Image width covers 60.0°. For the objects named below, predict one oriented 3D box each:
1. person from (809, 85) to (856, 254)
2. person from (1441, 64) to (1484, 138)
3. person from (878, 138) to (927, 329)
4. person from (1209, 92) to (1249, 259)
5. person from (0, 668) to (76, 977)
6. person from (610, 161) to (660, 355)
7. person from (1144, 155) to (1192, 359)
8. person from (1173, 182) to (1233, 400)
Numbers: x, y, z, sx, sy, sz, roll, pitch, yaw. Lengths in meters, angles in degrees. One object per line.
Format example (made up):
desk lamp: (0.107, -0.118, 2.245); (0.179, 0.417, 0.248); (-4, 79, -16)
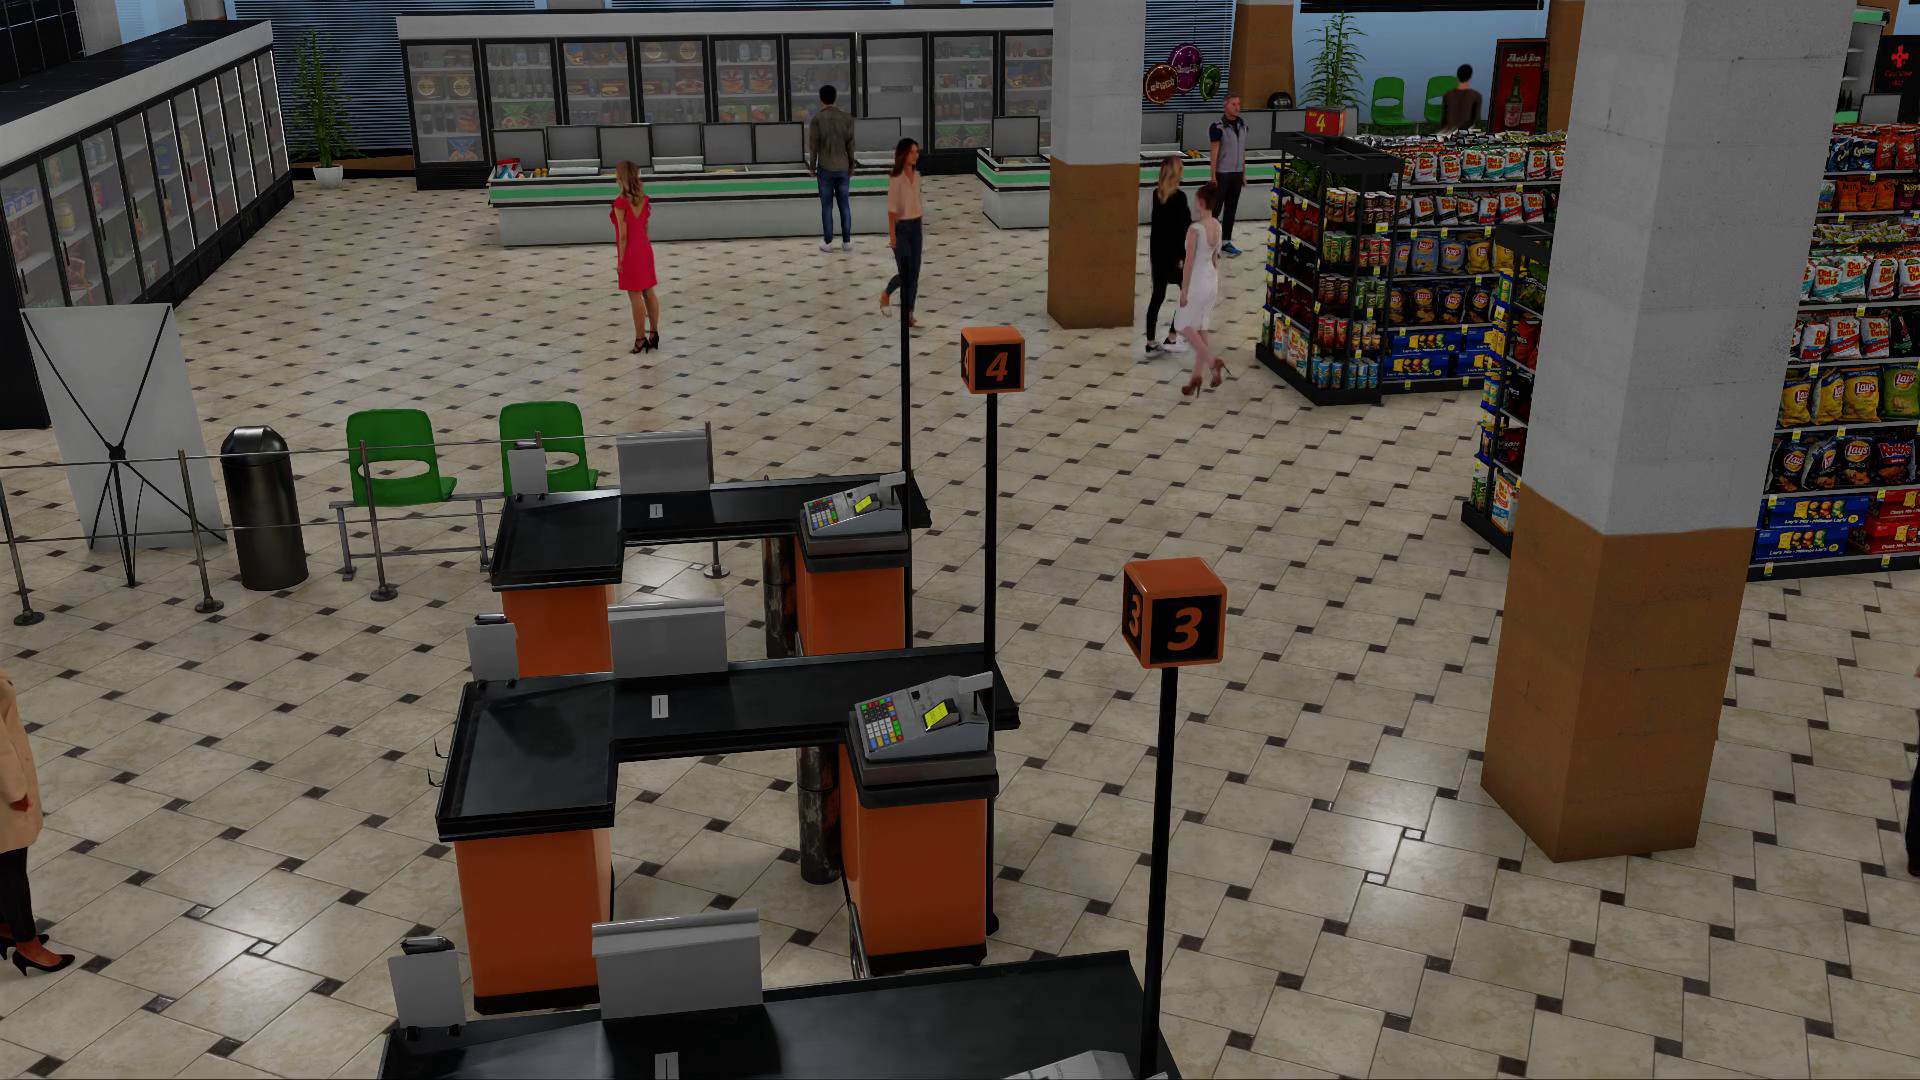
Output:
person: (-1.448, -4.230, 18.957); (0.570, 1.867, 0.798); (-8, 23, -19)
person: (6.181, -4.939, 20.728); (1.006, 1.862, 1.047); (13, 25, 29)
person: (-0.575, -2.908, 15.780); (0.898, 1.782, 0.861); (19, 29, 40)
person: (2.997, -4.110, 18.713); (0.677, 1.827, 0.834); (-15, 26, -33)
person: (-3.747, 0.915, 6.401); (0.707, 1.682, 0.733); (19, 29, 39)
person: (-2.907, -2.545, 14.950); (0.714, 1.728, 0.661); (13, 25, 30)
person: (1.772, -2.469, 14.688); (0.779, 1.783, 0.742); (-14, 26, -31)
person: (2.017, -1.995, 13.506); (0.811, 1.784, 0.848); (-20, 29, -40)
